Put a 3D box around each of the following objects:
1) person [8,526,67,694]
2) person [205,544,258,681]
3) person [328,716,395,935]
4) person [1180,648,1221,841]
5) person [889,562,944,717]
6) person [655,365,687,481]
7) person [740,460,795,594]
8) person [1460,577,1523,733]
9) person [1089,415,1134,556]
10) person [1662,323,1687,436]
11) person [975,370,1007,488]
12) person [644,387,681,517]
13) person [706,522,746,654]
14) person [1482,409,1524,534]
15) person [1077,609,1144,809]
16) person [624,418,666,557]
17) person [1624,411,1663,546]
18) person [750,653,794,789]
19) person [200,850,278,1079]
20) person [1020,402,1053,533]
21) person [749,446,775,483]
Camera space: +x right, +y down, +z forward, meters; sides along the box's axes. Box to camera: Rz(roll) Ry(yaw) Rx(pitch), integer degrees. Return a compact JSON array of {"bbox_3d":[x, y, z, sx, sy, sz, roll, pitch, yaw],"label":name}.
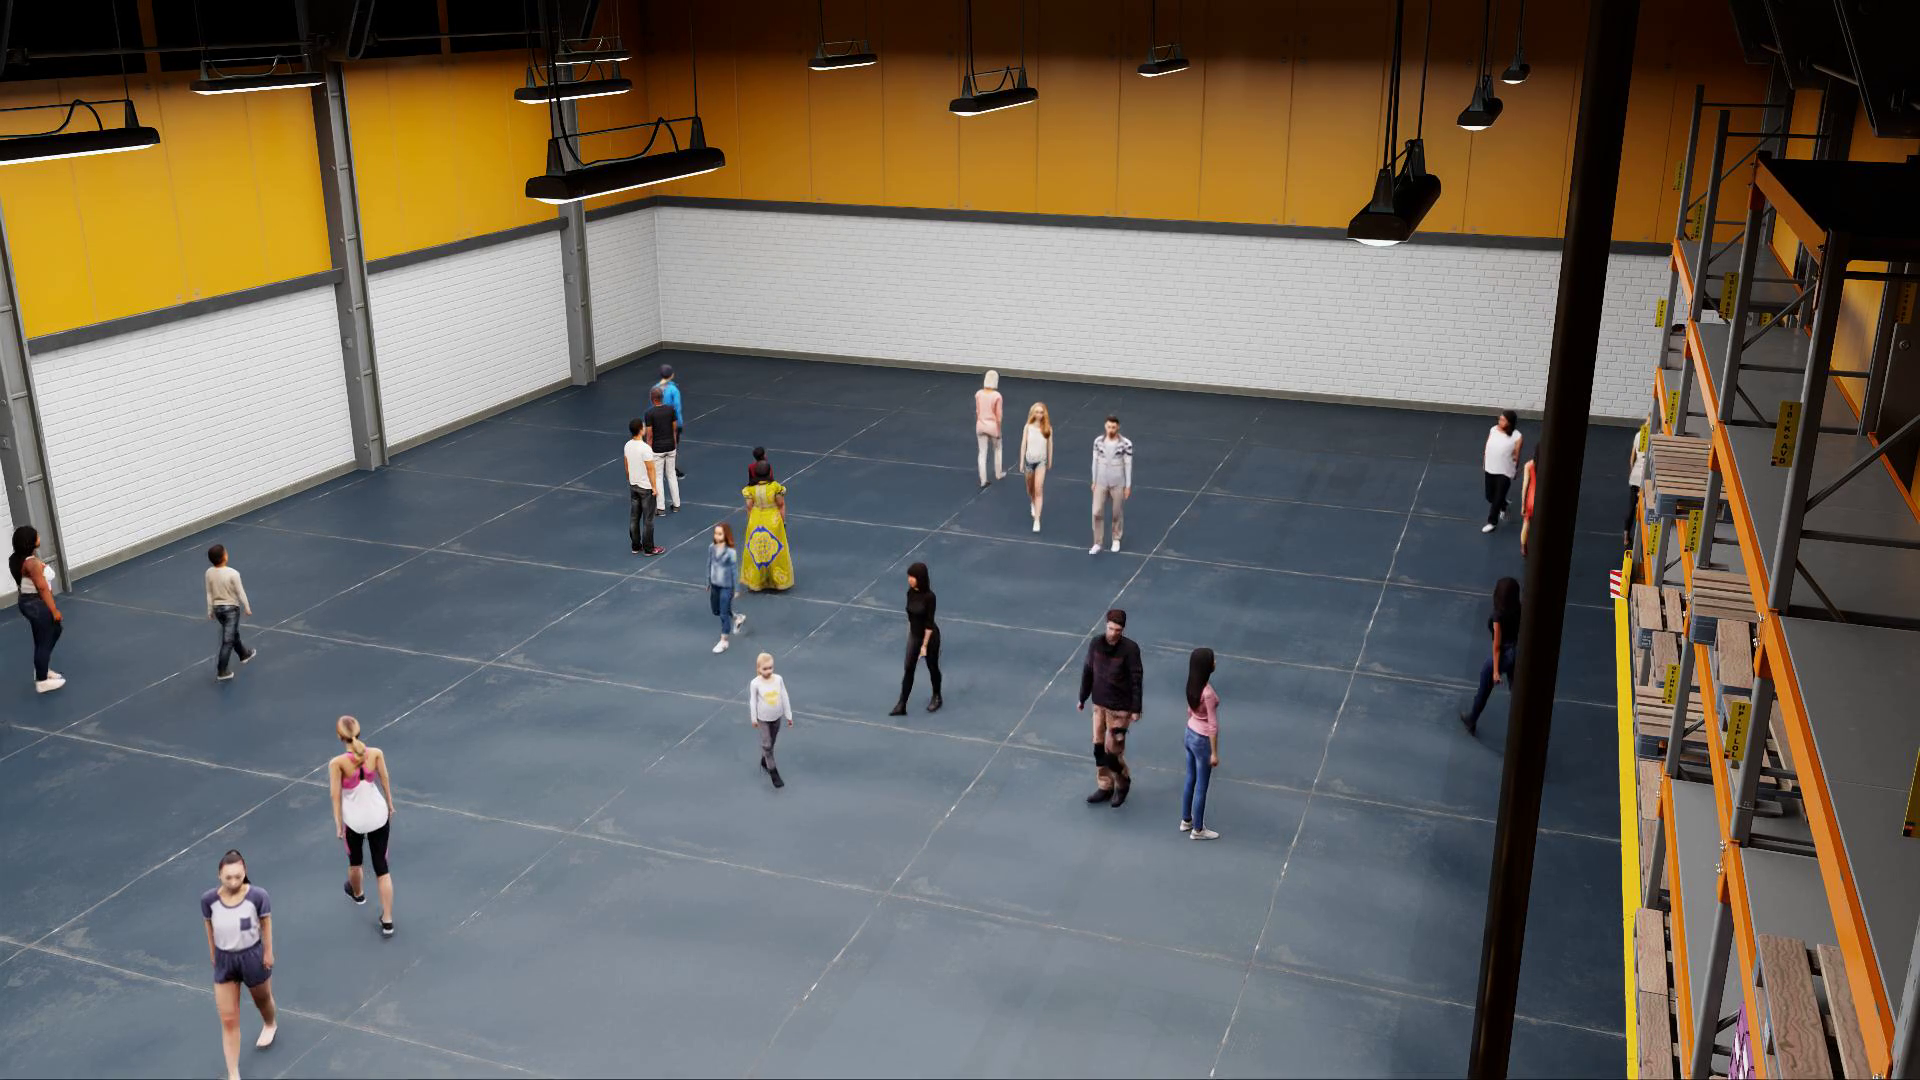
[{"bbox_3d":[-9.654,0.743,17.223,0.750,1.798,0.769,17,25,41],"label":"person"},{"bbox_3d":[-7.817,0.792,17.653,0.675,1.431,1.039,3,19,9],"label":"person"},{"bbox_3d":[-4.571,2.236,12.866,1.089,1.748,1.055,-13,23,-35],"label":"person"},{"bbox_3d":[2.070,1.736,14.361,0.710,1.742,0.628,-6,20,-17],"label":"person"},{"bbox_3d":[-0.307,0.985,16.798,0.731,1.611,1.011,13,23,34],"label":"person"},{"bbox_3d":[-4.341,-1.671,24.418,0.804,1.780,1.083,13,23,34],"label":"person"},{"bbox_3d":[-2.348,-0.171,20.152,0.956,1.661,0.919,0,19,1],"label":"person"},{"bbox_3d":[5.292,1.247,15.899,1.123,1.687,1.157,-11,22,-30],"label":"person"},{"bbox_3d":[1.984,-0.755,21.608,0.721,1.838,0.872,6,19,17],"label":"person"},{"bbox_3d":[11.588,-2.617,27.117,0.736,1.851,0.519,4,19,12],"label":"person"},{"bbox_3d":[0.384,-1.612,24.371,0.618,1.699,0.882,7,20,19],"label":"person"},{"bbox_3d":[-4.141,-1.240,23.102,0.693,1.804,0.817,-16,24,-39],"label":"person"},{"bbox_3d":[-2.592,0.493,18.485,0.684,1.465,0.860,12,22,31],"label":"person"},{"bbox_3d":[7.325,-0.956,22.468,1.047,1.671,0.950,-12,22,-32],"label":"person"},{"bbox_3d":[1.423,1.473,14.878,0.792,1.912,0.831,-16,25,-40],"label":"person"},{"bbox_3d":[-4.117,-0.693,21.477,0.697,1.804,0.630,13,23,34],"label":"person"},{"bbox_3d":[8.917,-0.771,21.757,0.949,1.773,1.247,17,25,41],"label":"person"},{"bbox_3d":[-1.791,1.631,15.449,0.874,1.246,0.893,-11,21,-29],"label":"person"},{"bbox_3d":[-4.845,2.844,11.297,0.924,1.599,1.130,-2,19,-6],"label":"person"},{"bbox_3d":[1.027,-1.031,22.612,0.738,1.720,1.194,3,19,8],"label":"person"},{"bbox_3d":[-2.645,-0.655,22.223,0.512,1.256,0.501,5,19,15],"label":"person"}]
